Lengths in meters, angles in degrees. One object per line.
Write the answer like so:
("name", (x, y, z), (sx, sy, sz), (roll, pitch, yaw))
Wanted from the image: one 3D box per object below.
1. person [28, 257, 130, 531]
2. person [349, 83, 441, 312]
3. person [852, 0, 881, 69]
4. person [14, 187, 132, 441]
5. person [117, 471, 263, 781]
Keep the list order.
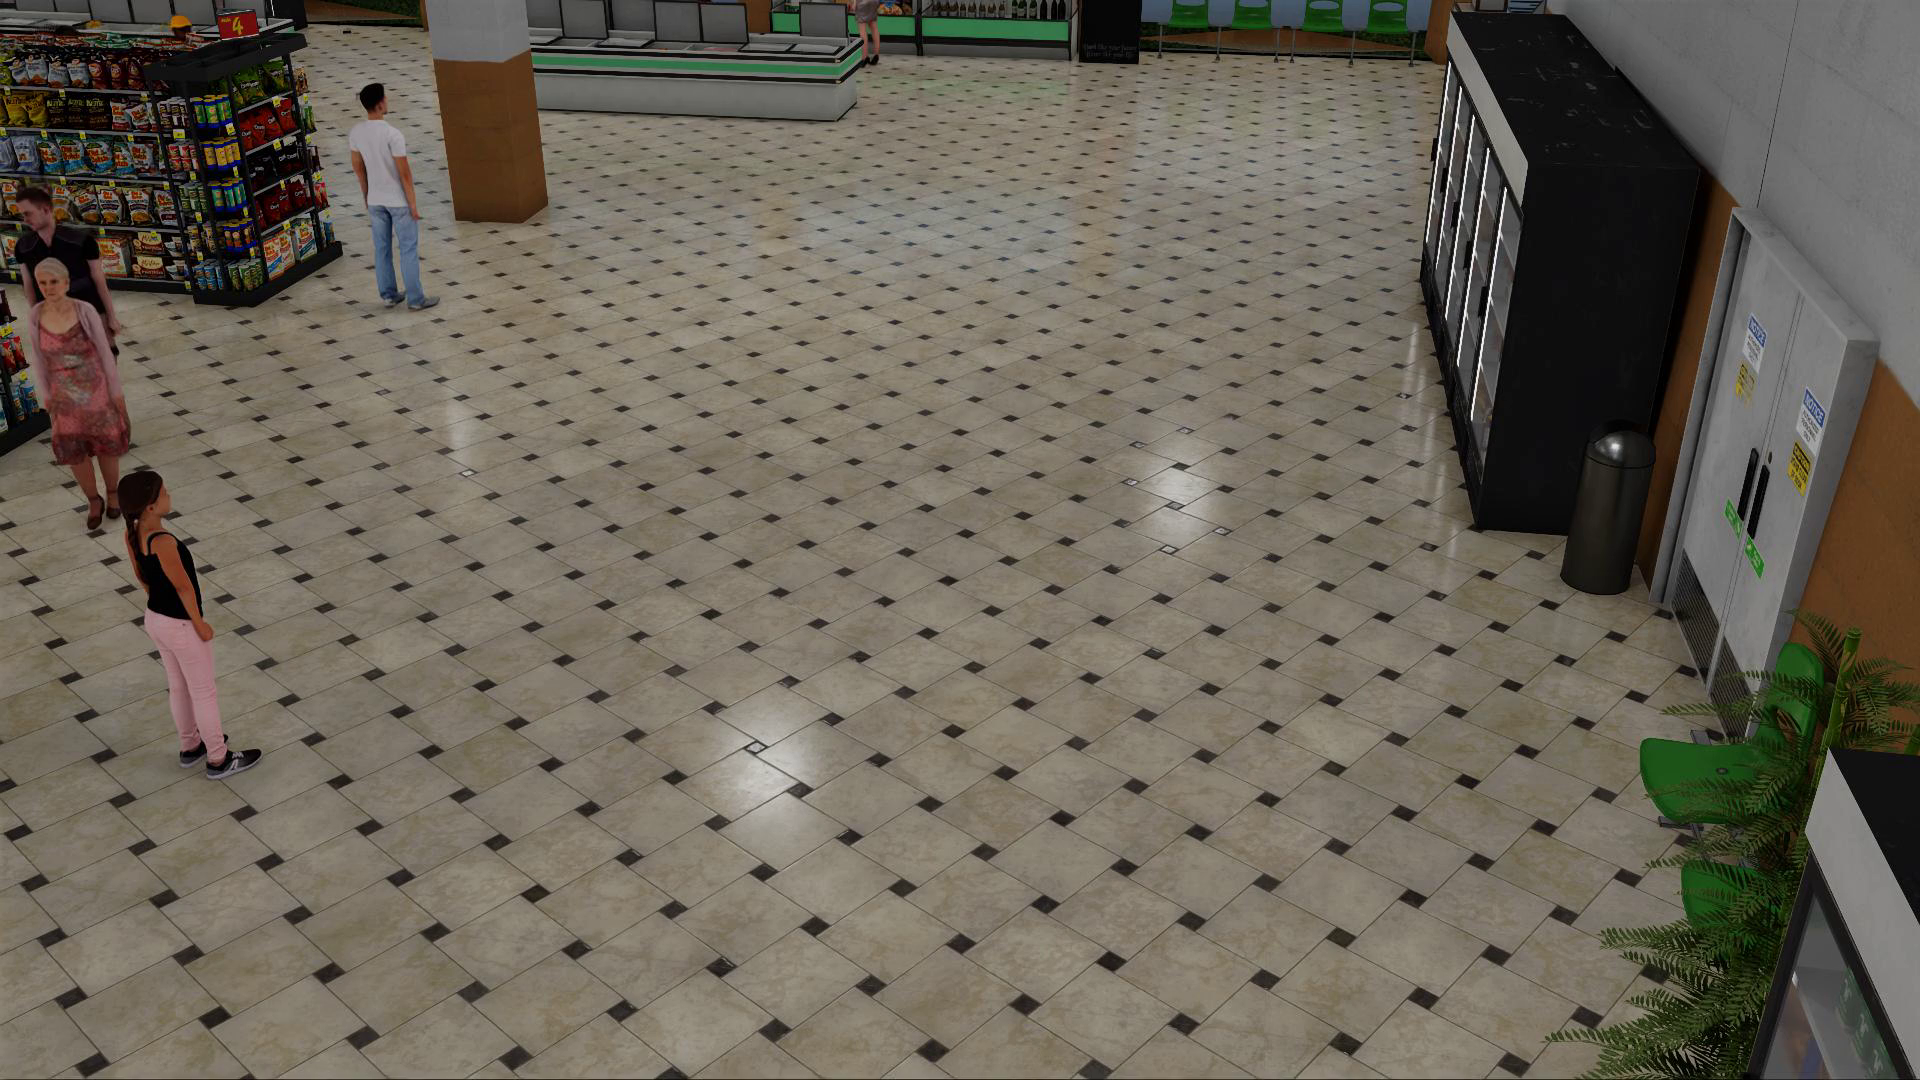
("person", (-5.390, -0.933, 10.221), (0.754, 1.680, 0.817), (-9, 28, -17))
("person", (-4.716, -2.821, 13.739), (0.541, 1.864, 0.767), (9, 28, 17))
("person", (-1.296, -7.411, 22.923), (0.676, 1.744, 0.699), (-24, 35, -38))
("person", (-5.924, -1.502, 11.198), (1.026, 1.810, 0.983), (-7, 28, -13))
("person", (-3.637, 0.392, 7.732), (0.569, 1.566, 0.664), (18, 32, 31))
